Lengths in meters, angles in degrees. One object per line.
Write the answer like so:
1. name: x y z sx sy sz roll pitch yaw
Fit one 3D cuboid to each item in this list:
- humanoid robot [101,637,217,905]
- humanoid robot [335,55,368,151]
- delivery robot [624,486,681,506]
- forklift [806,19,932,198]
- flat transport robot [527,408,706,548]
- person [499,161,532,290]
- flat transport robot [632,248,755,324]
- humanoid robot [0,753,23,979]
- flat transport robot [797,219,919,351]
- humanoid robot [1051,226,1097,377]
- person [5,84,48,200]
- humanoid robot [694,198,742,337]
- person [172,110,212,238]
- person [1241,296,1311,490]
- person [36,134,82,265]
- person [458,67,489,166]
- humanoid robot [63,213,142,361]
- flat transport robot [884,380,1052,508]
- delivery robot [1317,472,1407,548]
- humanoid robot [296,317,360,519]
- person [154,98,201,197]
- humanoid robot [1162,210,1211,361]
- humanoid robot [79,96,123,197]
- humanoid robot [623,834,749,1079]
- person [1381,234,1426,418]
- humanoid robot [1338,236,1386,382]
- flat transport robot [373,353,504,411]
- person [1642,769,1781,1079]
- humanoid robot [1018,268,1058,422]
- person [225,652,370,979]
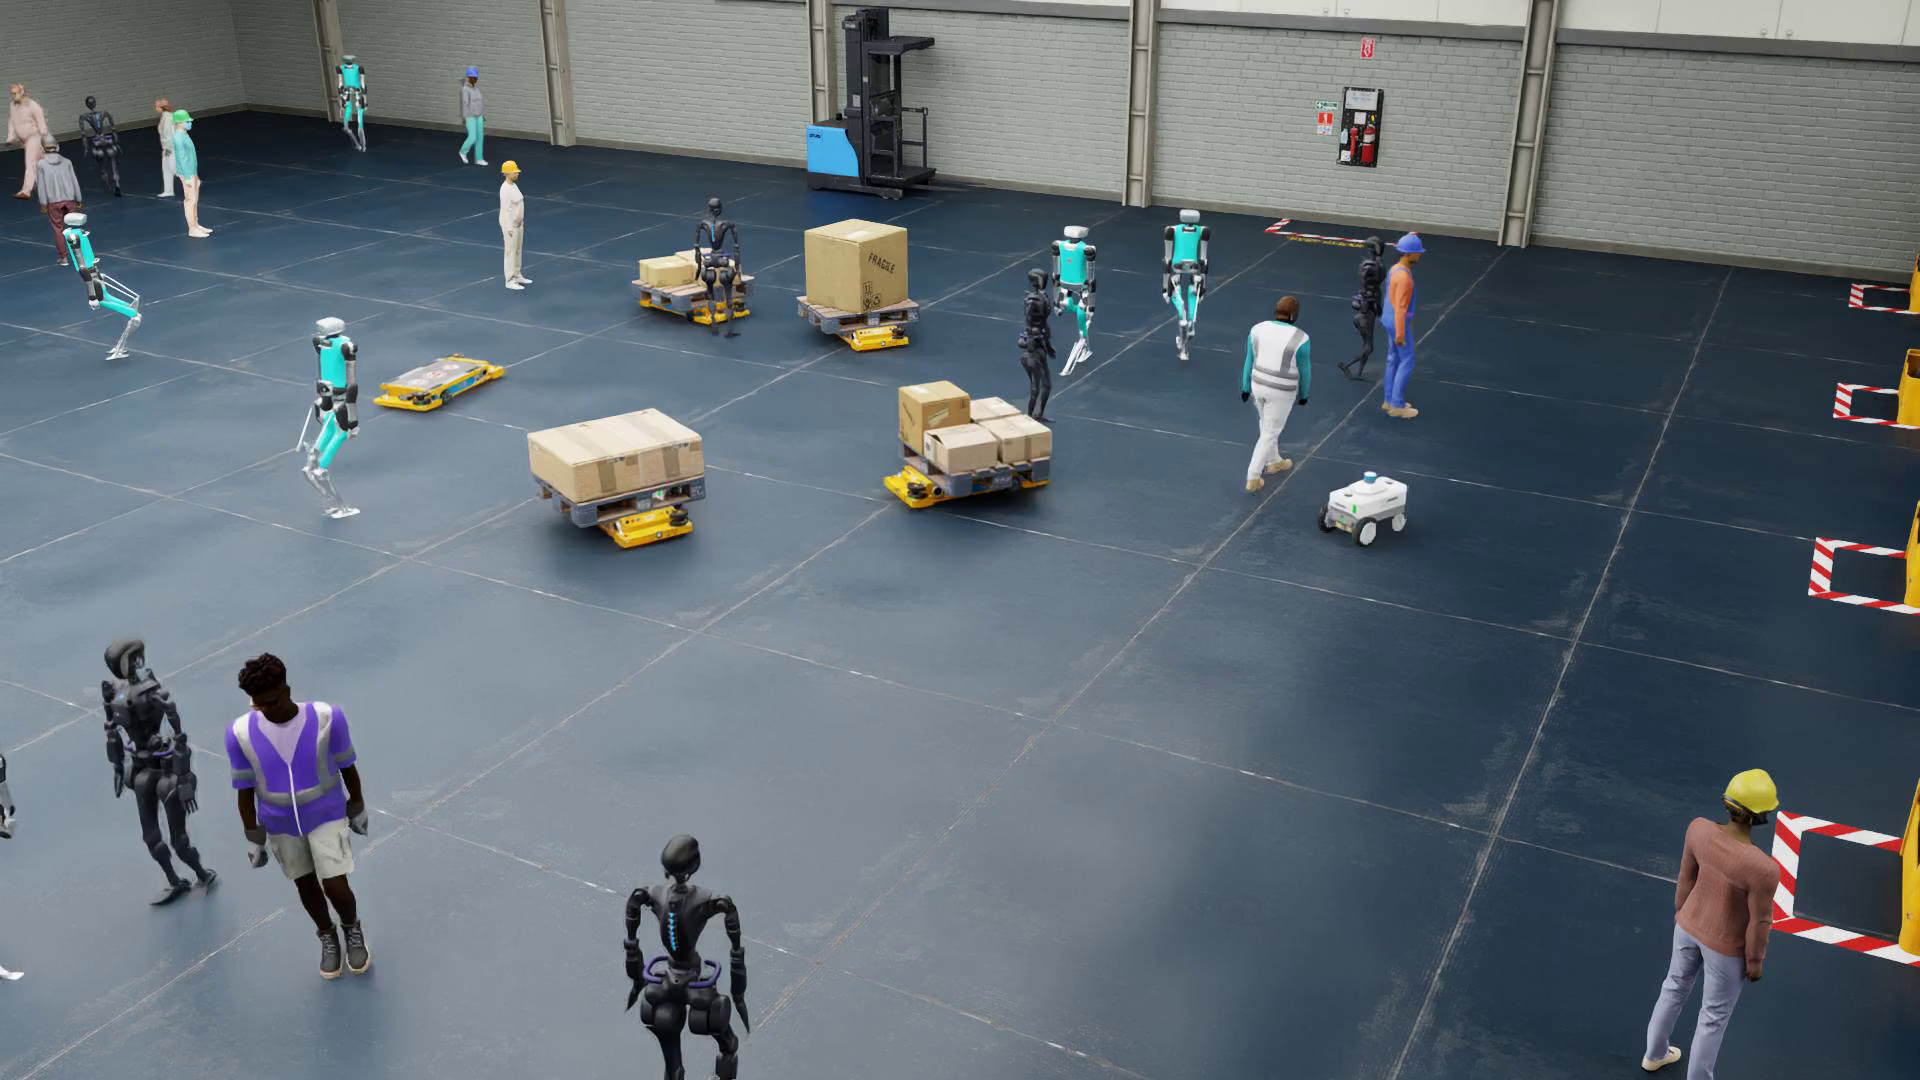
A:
1. humanoid robot: -4.531 1.298 9.355 0.600 1.651 0.319 8 25 18
2. humanoid robot: -11.509 -8.171 31.462 0.530 1.892 0.704 -1 23 -3
3. delivery robot: -2.785 -0.473 14.884 0.499 0.582 0.773 -1 23 -1
4. forklift: -1.573 -7.292 27.850 1.873 2.768 1.129 12 26 25
5. flat transport robot: -3.022 -0.297 14.854 0.659 0.231 1.431 -16 28 -33
6. person: -5.932 -4.183 22.099 0.335 1.690 0.470 2 23 4
7. flat transport robot: -3.391 -3.013 21.176 1.431 0.231 0.659 20 30 39
8. humanoid robot: -5.432 1.505 8.856 0.847 1.789 0.562 10 25 22
9. flat transport robot: -1.230 -2.595 20.204 0.659 0.231 1.431 -11 25 -23
10. humanoid robot: 1.374 -2.700 18.640 0.538 1.746 1.052 13 27 28
11. person: -15.415 -6.595 27.512 0.655 1.850 1.019 13 26 27
12. humanoid robot: -2.922 -3.291 20.050 0.590 1.647 0.445 2 23 4
13. person: -11.529 -5.489 24.908 0.363 1.872 0.527 -5 24 -12
14. person: 2.924 -1.376 15.440 0.829 1.794 0.643 -20 30 -39
15. person: -12.623 -4.778 23.342 0.550 1.806 0.381 -20 30 -38
16. person: -8.828 -7.647 30.065 0.477 1.756 0.564 10 25 21
17. humanoid robot: -9.627 -2.888 18.858 0.735 1.677 0.533 -8 25 -18
18. flat transport robot: 0.090 -0.579 15.511 1.431 0.231 0.659 -11 26 -24
19. delivery robot: 3.533 -0.289 14.487 0.807 0.606 0.499 -16 28 -32
20. humanoid robot: -5.646 -1.038 14.732 0.550 1.779 0.738 16 28 33
21. person: -13.085 -6.507 27.593 0.590 1.618 0.521 -15 28 -32
22. humanoid robot: 2.588 -2.836 18.885 0.545 1.730 0.974 -3 23 -7
23. humanoid robot: -14.244 -6.538 27.639 0.601 1.632 0.684 -18 29 -36
24. humanoid robot: -1.256 2.060 7.588 0.591 1.651 0.448 3 23 8
25. person: 4.613 -2.236 17.300 0.447 1.904 0.540 1 23 3
26. humanoid robot: 4.459 -2.540 18.300 0.420 1.646 0.600 13 26 27
27. flat transport robot: -5.685 -1.726 18.181 0.659 0.231 1.431 8 25 19
28. person: 3.611 1.876 7.914 0.344 1.761 0.522 -9 25 -21
29. humanoid robot: 0.805 -1.947 16.896 0.373 1.647 0.583 9 25 19
30. person: -3.416 1.461 8.649 0.615 1.932 0.489 -6 24 -14
